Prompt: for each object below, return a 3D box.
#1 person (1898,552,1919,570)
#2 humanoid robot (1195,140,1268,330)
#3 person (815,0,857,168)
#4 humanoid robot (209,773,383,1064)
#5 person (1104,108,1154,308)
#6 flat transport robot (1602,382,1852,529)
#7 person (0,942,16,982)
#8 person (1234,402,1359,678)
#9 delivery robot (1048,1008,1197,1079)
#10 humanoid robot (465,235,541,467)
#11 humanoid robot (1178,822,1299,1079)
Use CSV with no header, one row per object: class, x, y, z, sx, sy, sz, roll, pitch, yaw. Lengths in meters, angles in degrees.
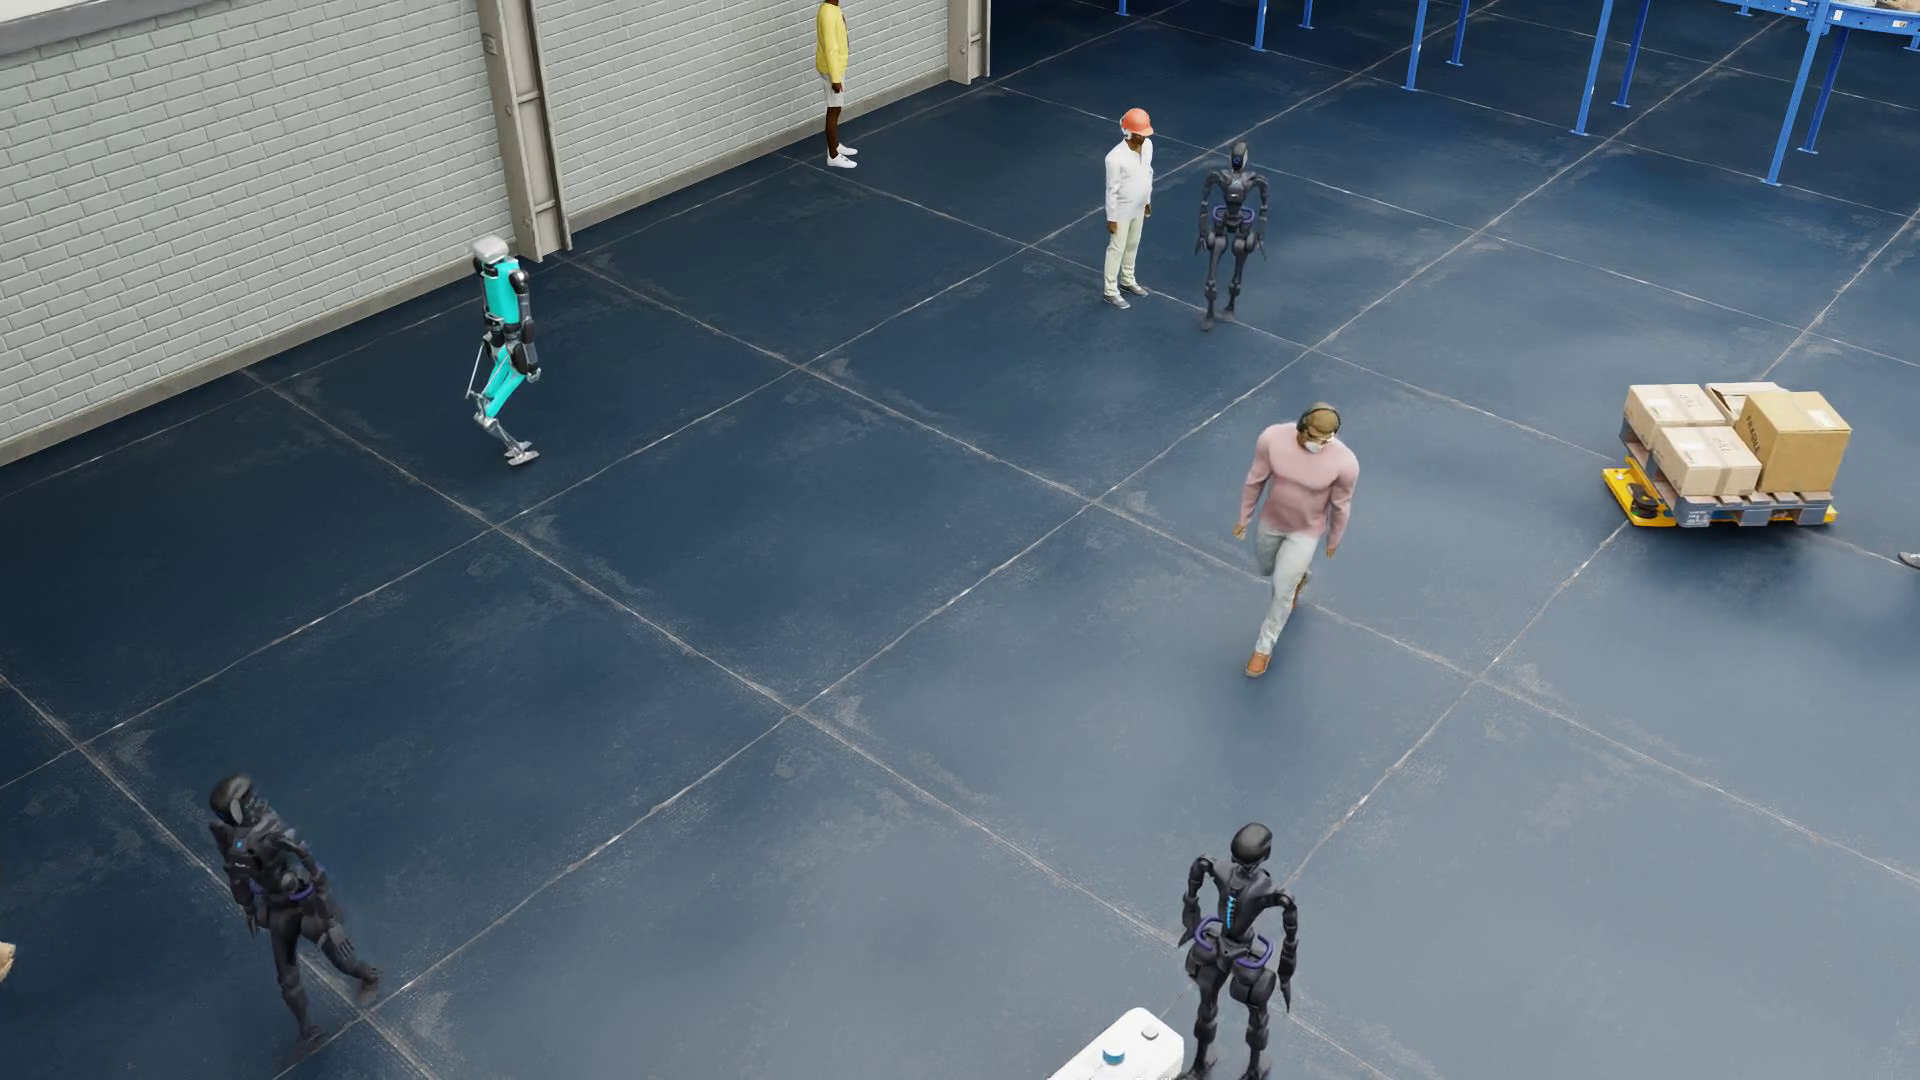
person,6.661,-0.568,10.833,0.564,1.837,0.388,-14,38,-19
humanoid robot,2.258,-2.528,13.737,0.600,1.656,0.401,6,36,9
person,-1.241,-4.671,16.544,0.377,1.899,0.544,-1,35,-1
humanoid robot,-3.108,1.730,7.783,0.623,1.647,0.630,12,37,16
person,1.444,-2.816,14.069,0.345,1.745,0.561,26,43,32
flat transport robot,5.423,-0.361,11.895,1.431,0.231,0.659,-1,35,-2
person,-5.035,1.615,7.768,0.617,1.834,0.540,-5,36,-6
person,2.070,-0.112,10.150,0.669,1.890,0.862,22,41,28
delivery robot,0.691,2.504,7.615,0.767,0.583,0.499,-29,45,-34
humanoid robot,-3.348,-1.268,11.855,0.547,1.753,0.677,27,43,32
humanoid robot,1.244,1.879,7.531,0.585,1.656,0.361,20,40,26
